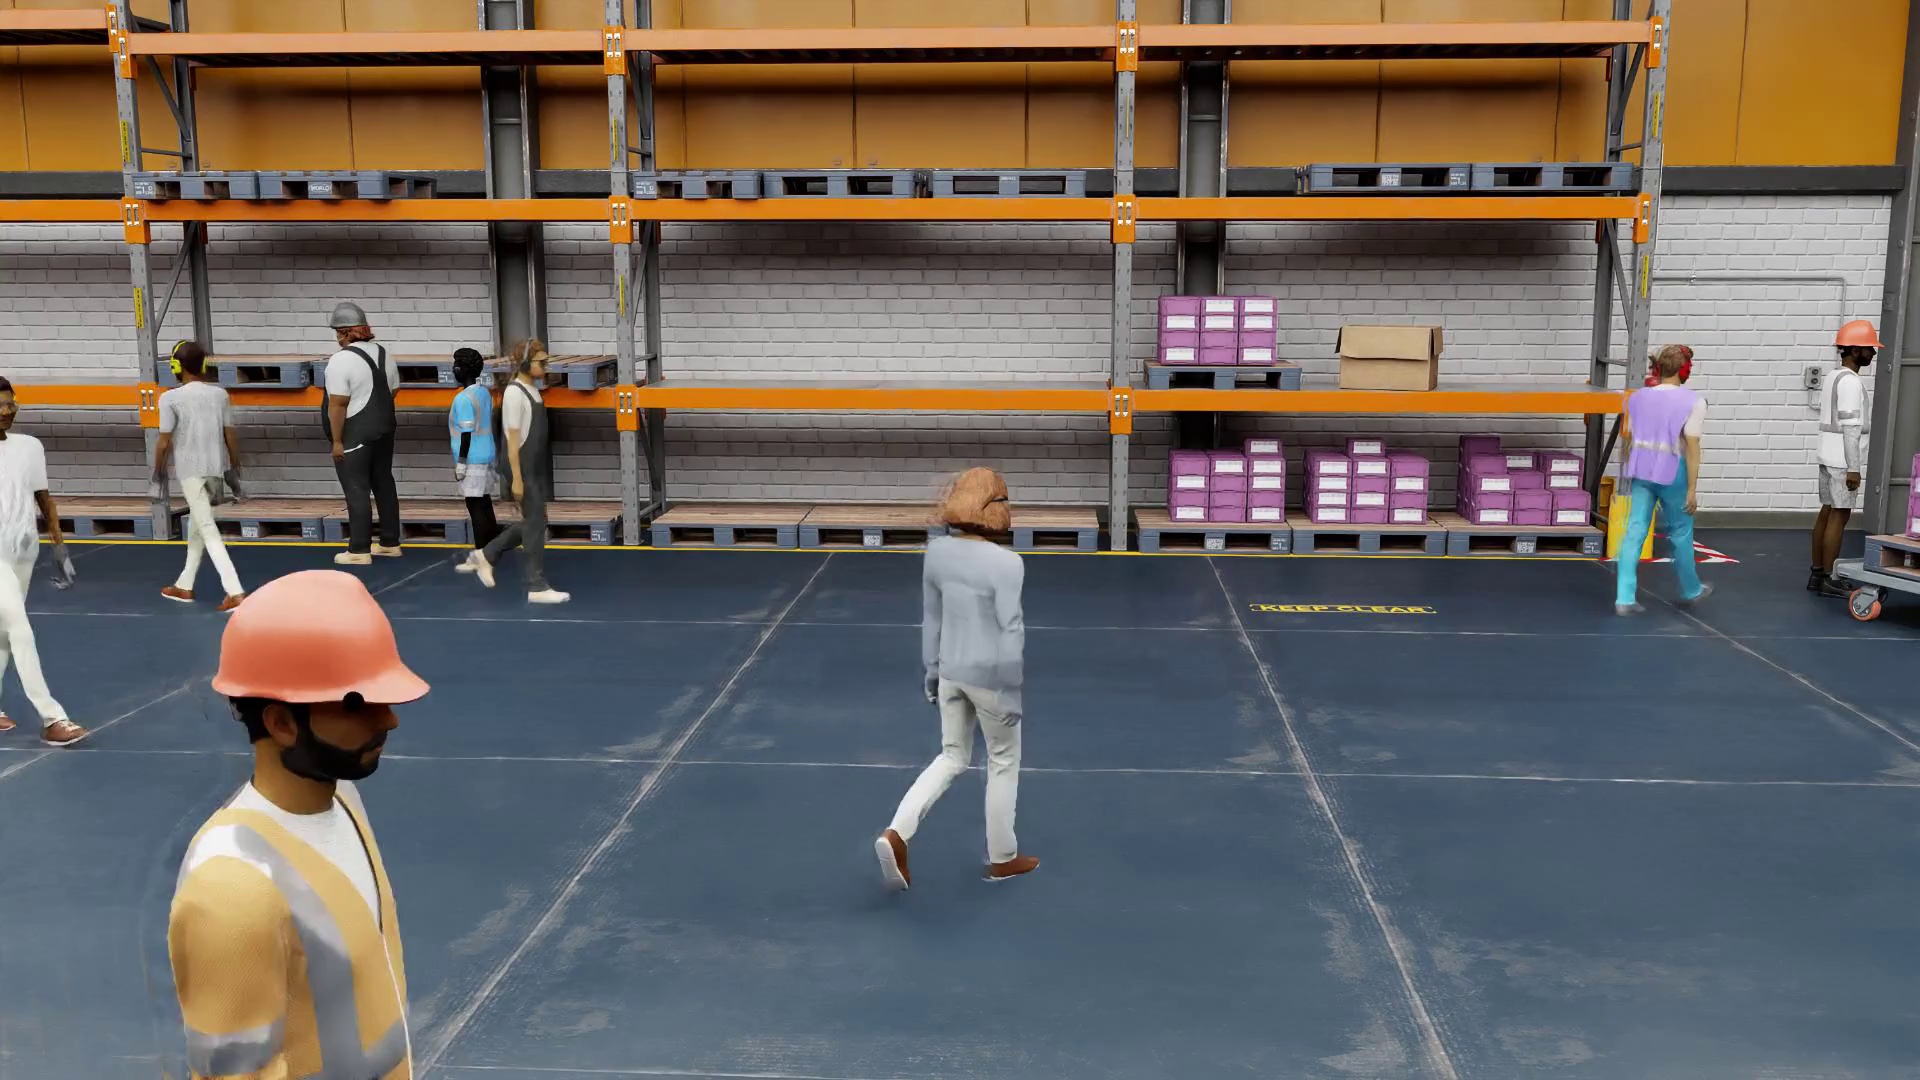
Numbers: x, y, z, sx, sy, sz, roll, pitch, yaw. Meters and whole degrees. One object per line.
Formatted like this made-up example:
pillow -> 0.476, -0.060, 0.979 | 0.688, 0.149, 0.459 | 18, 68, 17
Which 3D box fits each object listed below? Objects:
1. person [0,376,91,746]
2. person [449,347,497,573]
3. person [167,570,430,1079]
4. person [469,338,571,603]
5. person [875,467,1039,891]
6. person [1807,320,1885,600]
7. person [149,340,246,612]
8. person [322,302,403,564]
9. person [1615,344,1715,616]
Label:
person -> -4.656, 0.089, 8.174 | 0.968, 1.818, 0.545 | 5, 11, 26
person -> -3.684, -0.603, 12.578 | 0.318, 1.697, 0.535 | 0, 10, 1
person -> -1.075, 0.991, 2.614 | 0.655, 1.921, 0.547 | -1, 10, -6
person -> -3.054, -0.468, 11.408 | 0.652, 1.830, 0.512 | 0, 10, 1
person -> 0.010, 0.531, 6.190 | 0.673, 1.614, 0.503 | -9, 13, -43
person -> 6.184, -0.559, 11.616 | 0.355, 1.938, 0.545 | 2, 10, 13
person -> -5.143, -0.424, 11.209 | 0.969, 1.826, 0.562 | 5, 11, 29
person -> -4.704, -0.844, 12.978 | 0.535, 2.000, 0.682 | 4, 10, 20
person -> 4.718, -0.400, 11.084 | 0.955, 1.790, 0.588 | -7, 12, -34
